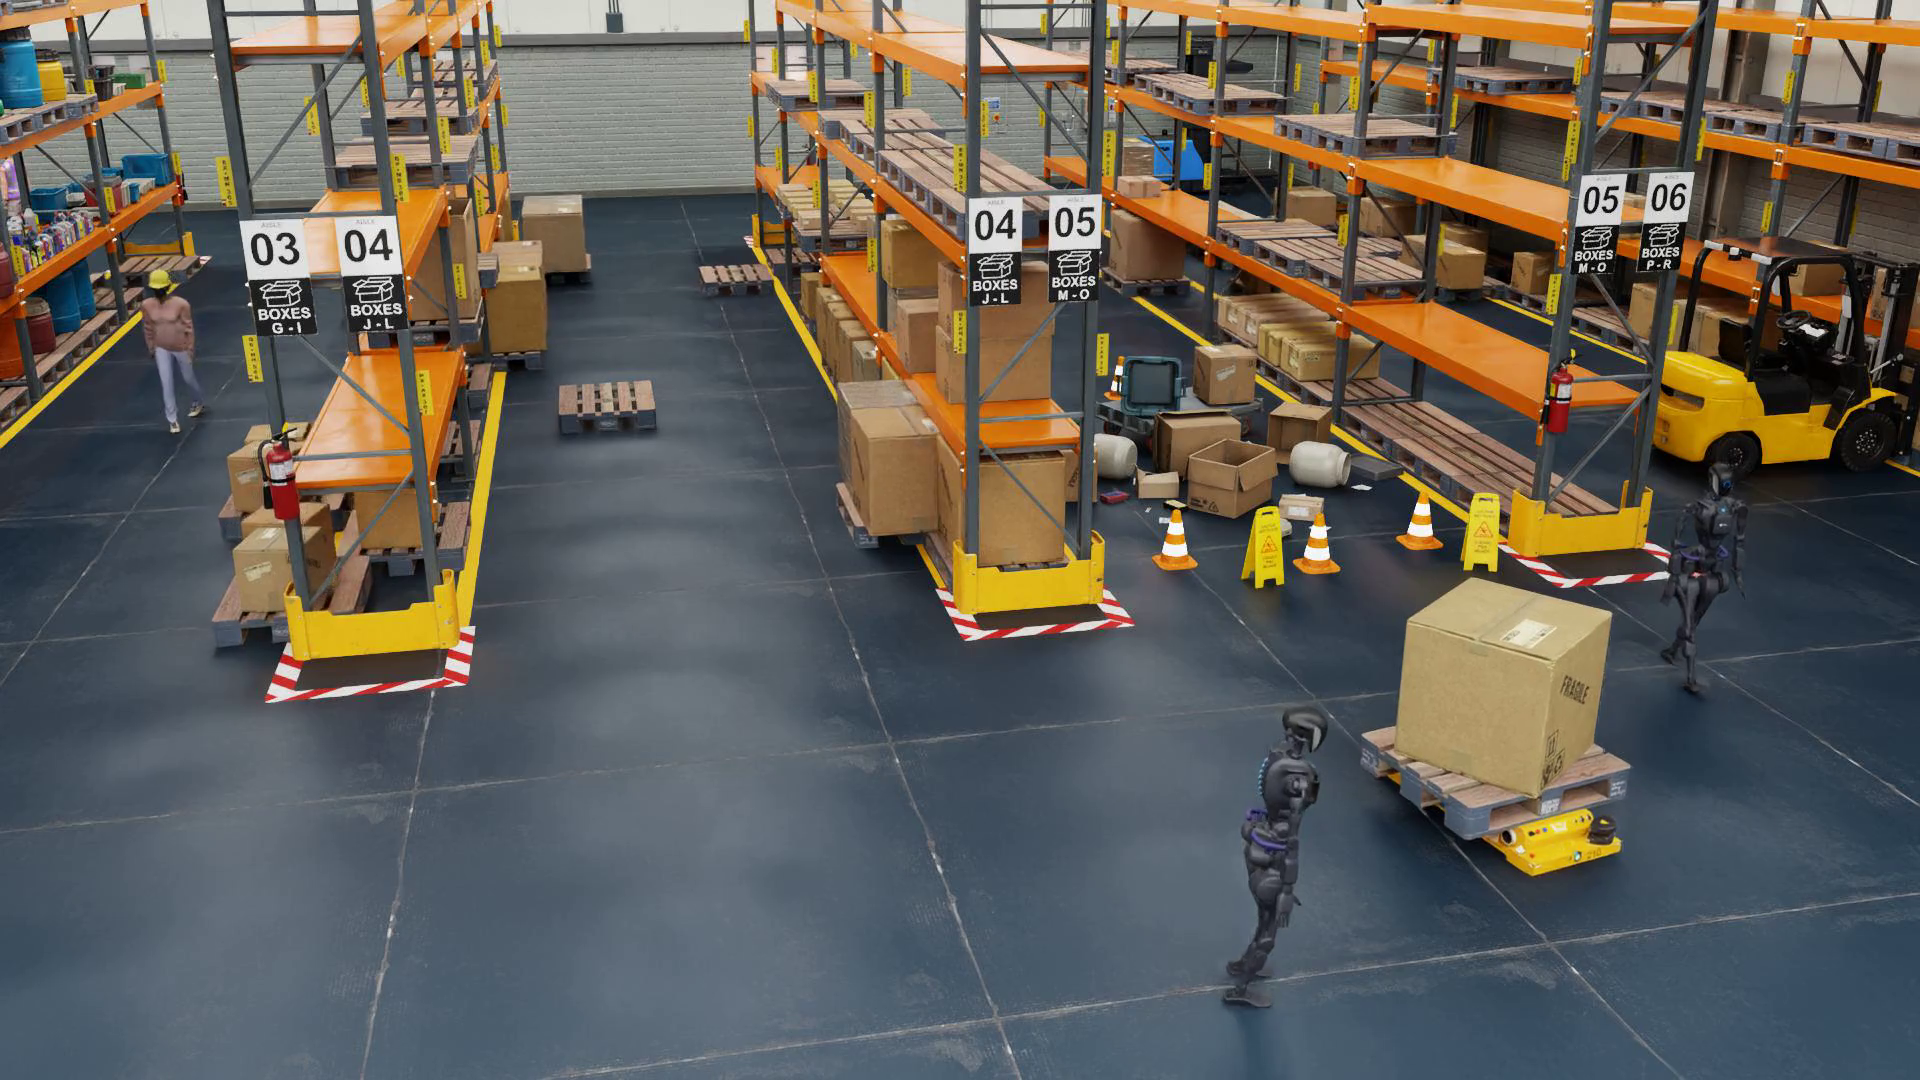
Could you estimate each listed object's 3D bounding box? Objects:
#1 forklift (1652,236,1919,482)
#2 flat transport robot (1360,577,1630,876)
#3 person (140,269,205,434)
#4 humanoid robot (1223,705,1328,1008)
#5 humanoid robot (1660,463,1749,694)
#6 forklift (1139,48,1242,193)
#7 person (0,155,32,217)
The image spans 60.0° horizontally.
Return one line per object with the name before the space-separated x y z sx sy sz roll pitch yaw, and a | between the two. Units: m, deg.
forklift | 8.013 -1.814 16.330 2.313 2.155 1.214 -4 21 -12
flat transport robot | 3.199 1.549 10.033 0.659 0.231 1.431 -9 22 -23
person | -8.340 -2.055 17.631 0.523 1.726 0.792 -4 21 -11
humanoid robot | 1.517 1.532 8.064 0.412 1.631 0.613 0 20 1
humanoid robot | 5.209 0.230 11.635 0.601 1.626 0.785 -3 21 -9
forklift | 4.566 -8.313 32.860 1.873 2.768 1.129 -4 21 -12
person | -15.368 -5.564 27.150 0.350 1.688 0.488 11 23 27
